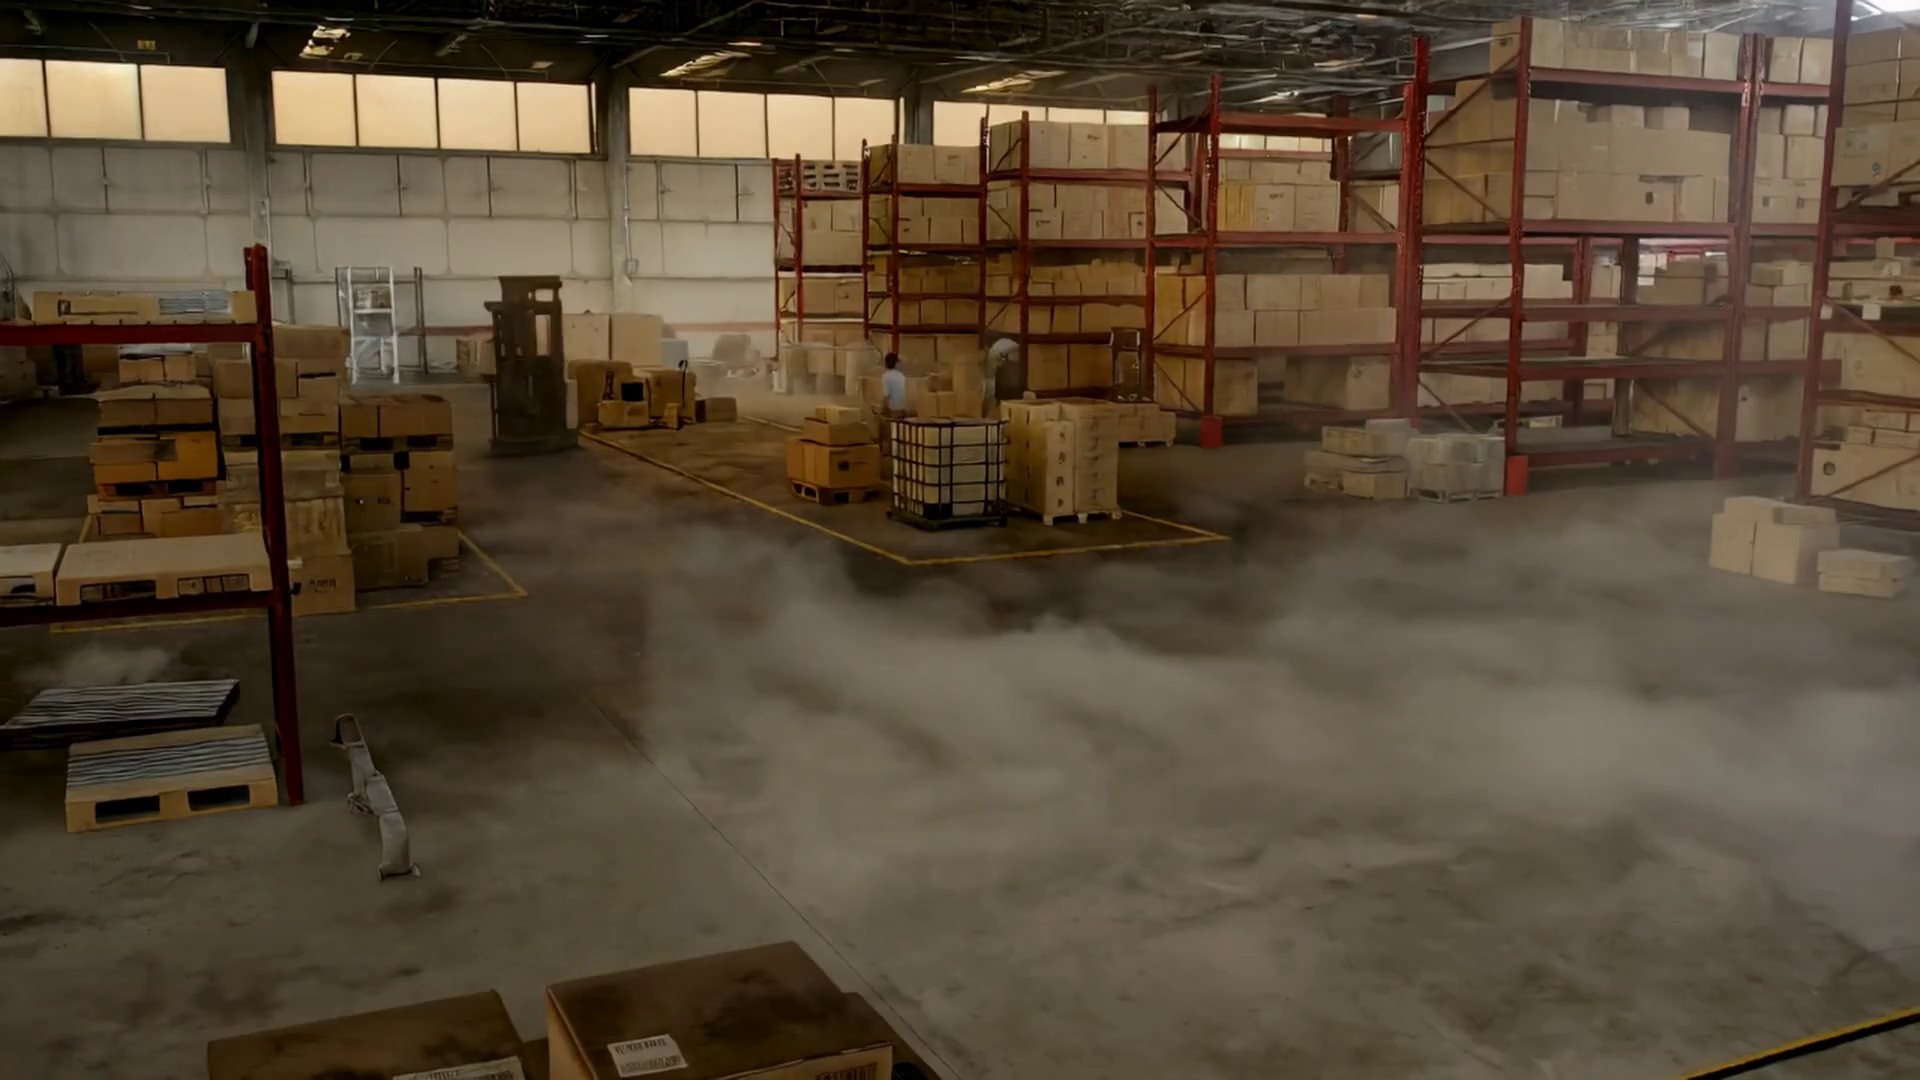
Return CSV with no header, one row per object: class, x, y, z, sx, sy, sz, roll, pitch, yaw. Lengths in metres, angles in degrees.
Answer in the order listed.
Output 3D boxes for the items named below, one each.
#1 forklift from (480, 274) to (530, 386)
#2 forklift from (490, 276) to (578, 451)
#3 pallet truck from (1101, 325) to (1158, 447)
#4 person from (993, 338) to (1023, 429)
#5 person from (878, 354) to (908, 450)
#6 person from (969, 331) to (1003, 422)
forklift,-11.254,-5.376,42.442,1.873,2.768,1.129,-4,10,-25
forklift,-6.974,-2.920,27.201,1.129,2.768,1.873,-1,9,-3
pallet truck,2.881,-2.596,27.923,0.823,1.965,1.885,-1,9,-7
person,0.579,-1.865,23.505,0.952,1.951,0.661,7,12,39
person,-1.023,-2.015,25.393,0.537,1.649,0.887,-8,12,-41
person,0.574,-3.048,31.383,0.969,1.788,0.656,-4,10,-23
